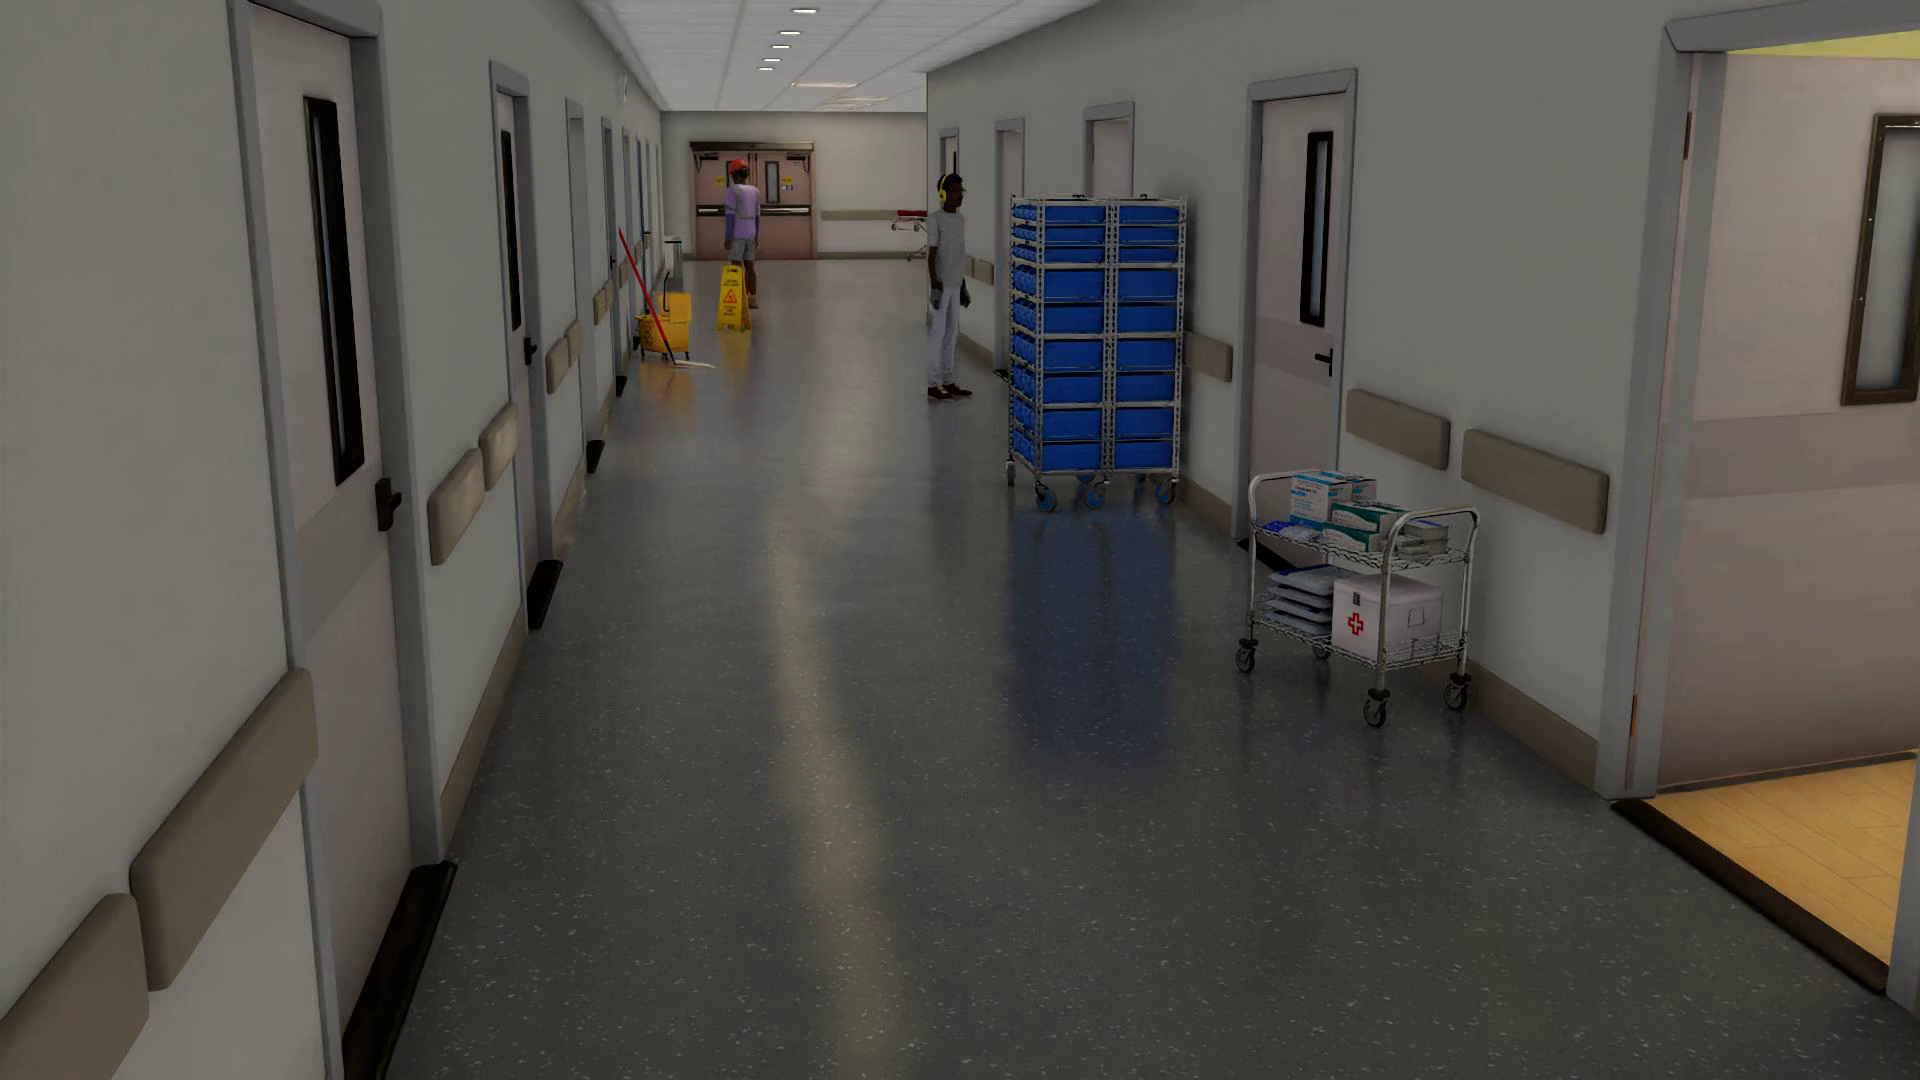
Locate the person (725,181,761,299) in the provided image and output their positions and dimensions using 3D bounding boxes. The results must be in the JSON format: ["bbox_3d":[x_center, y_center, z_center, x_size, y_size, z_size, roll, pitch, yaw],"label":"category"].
[{"bbox_3d":[-3.162,-4.370,24.231,0.527,1.747,0.658,-1,13,-5],"label":"person"}]

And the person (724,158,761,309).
[{"bbox_3d":[-2.976,-4.147,22.607,0.409,2.029,0.612,9,15,34],"label":"person"}]

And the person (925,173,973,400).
[{"bbox_3d":[-0.089,-2.124,13.960,0.330,1.874,0.518,8,15,33],"label":"person"}]
